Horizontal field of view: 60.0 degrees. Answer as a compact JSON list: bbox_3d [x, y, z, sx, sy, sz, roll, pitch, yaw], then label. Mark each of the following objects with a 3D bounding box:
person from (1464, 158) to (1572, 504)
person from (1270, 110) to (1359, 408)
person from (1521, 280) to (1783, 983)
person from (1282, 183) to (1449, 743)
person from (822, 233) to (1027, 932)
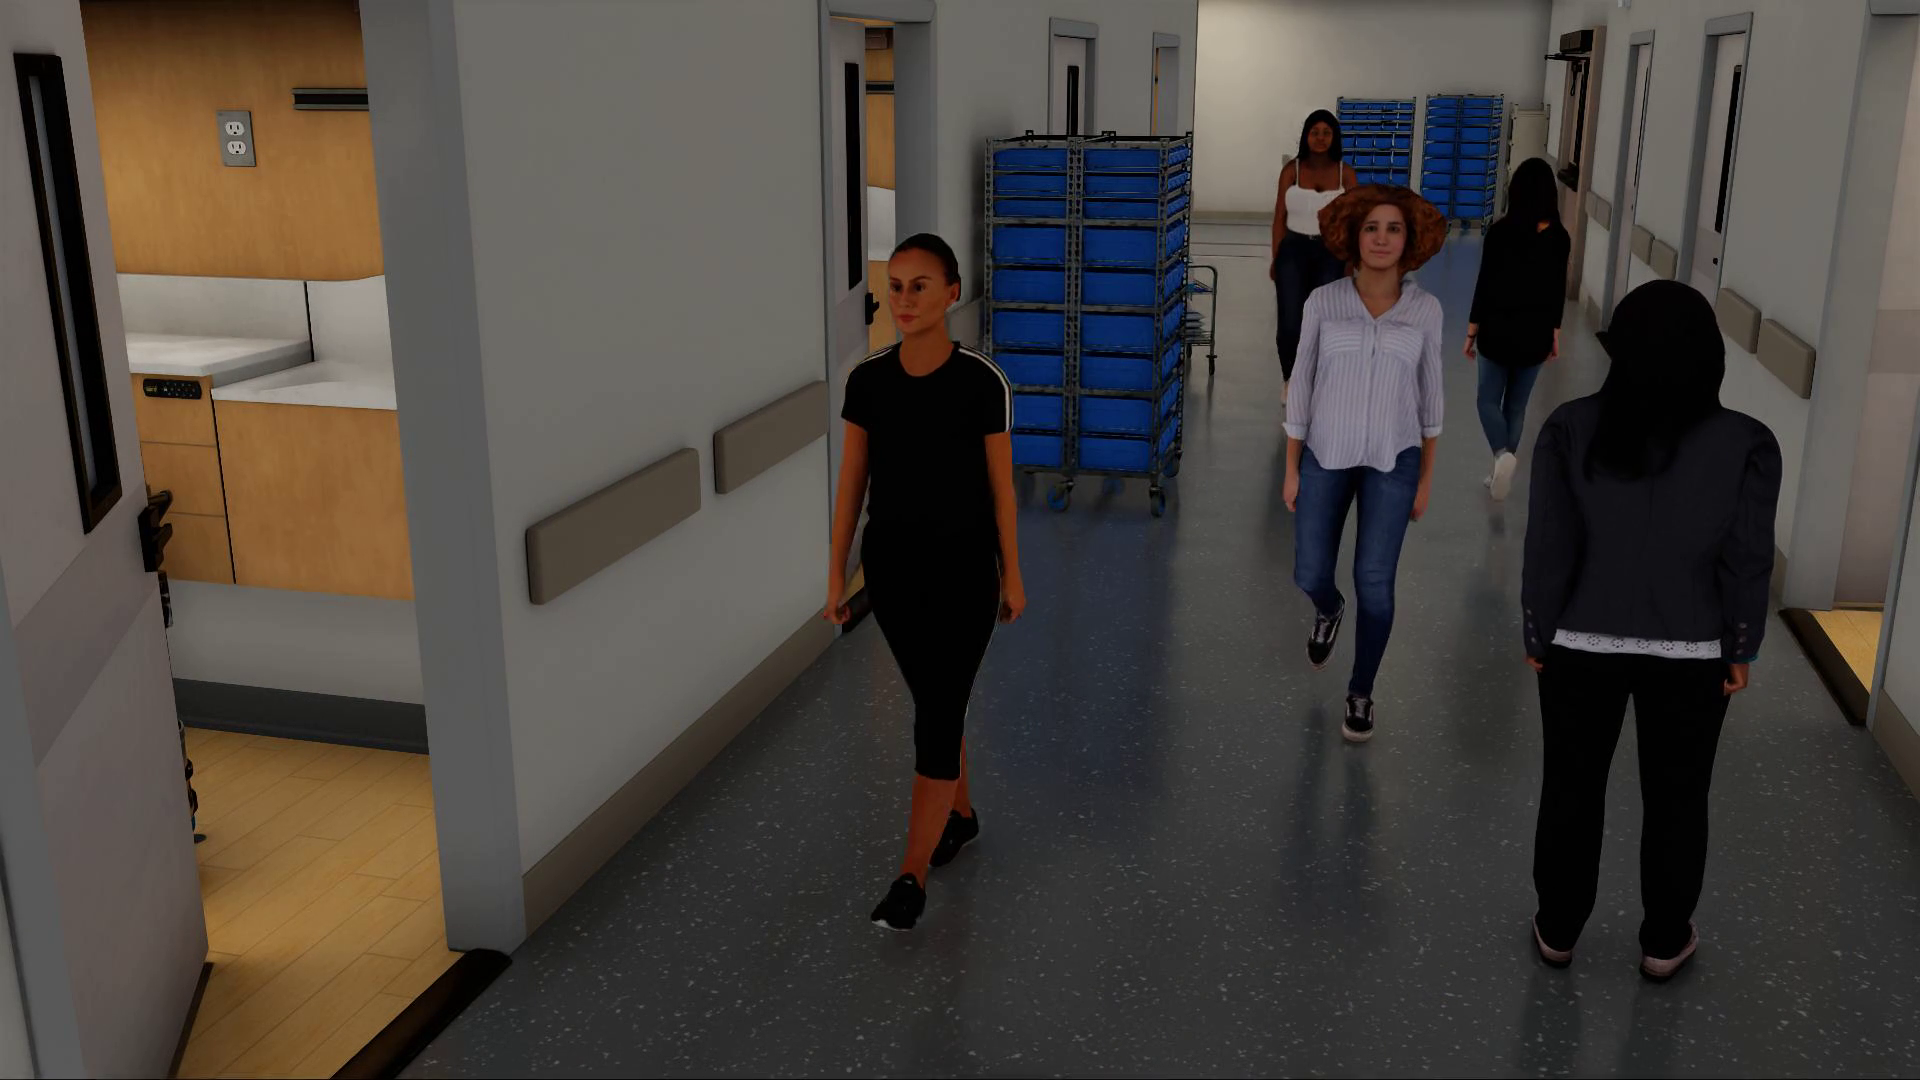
[{"bbox_3d":[2.635,-0.954,7.850,0.716,1.628,0.973,0,16,0],"label":"person"},{"bbox_3d":[2.160,-1.717,10.250,0.707,1.793,0.758,2,16,7],"label":"person"},{"bbox_3d":[1.527,0.216,3.756,0.712,1.597,0.701,7,17,24],"label":"person"},{"bbox_3d":[1.275,-0.273,5.289,0.649,1.705,0.868,5,16,16],"label":"person"},{"bbox_3d":[-0.033,0.071,4.181,0.729,1.645,1.004,8,17,25],"label":"person"}]
